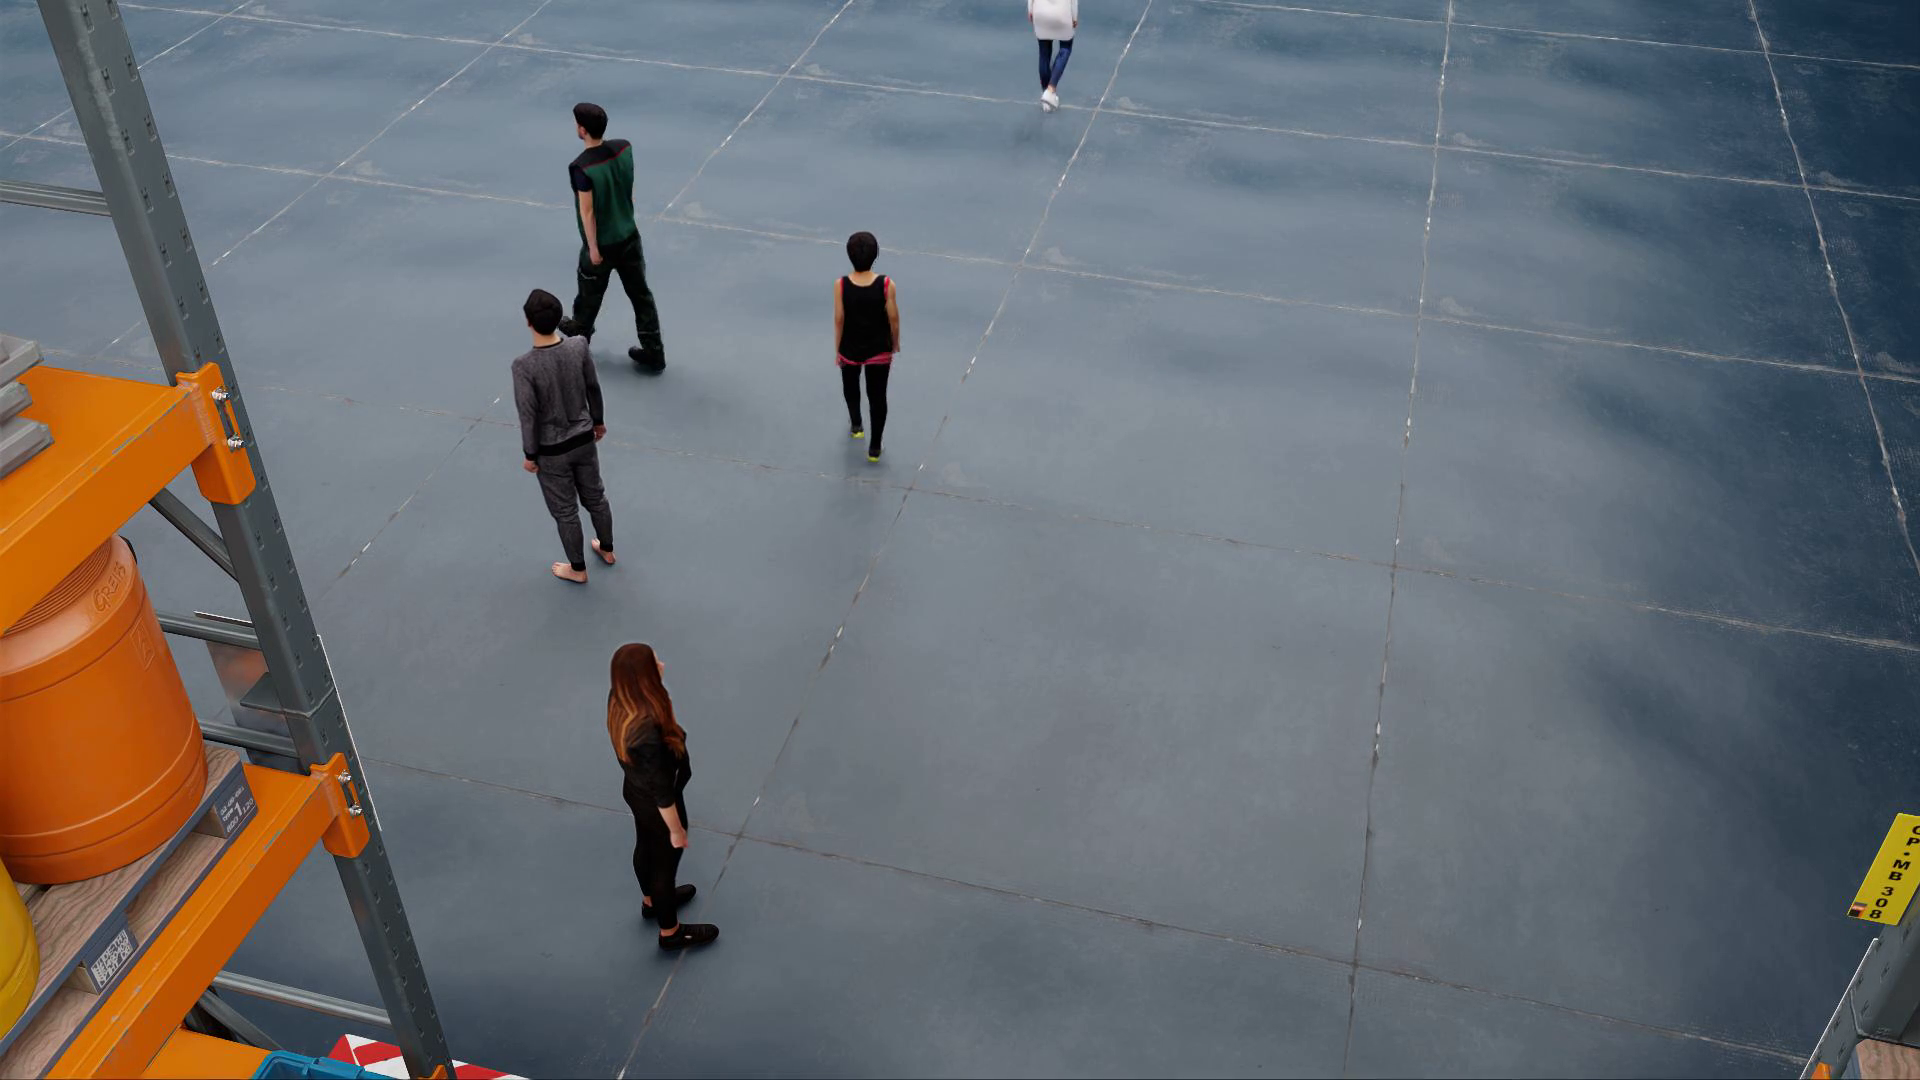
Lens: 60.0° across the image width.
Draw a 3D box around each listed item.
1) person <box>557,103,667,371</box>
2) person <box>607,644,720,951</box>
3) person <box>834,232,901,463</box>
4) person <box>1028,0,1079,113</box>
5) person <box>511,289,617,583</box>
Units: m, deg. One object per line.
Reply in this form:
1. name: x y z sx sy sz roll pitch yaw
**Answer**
1. person: -2.250 -1.971 11.084 1.021 1.858 1.190 22 43 26
2. person: -1.350 1.117 7.253 0.732 1.713 0.663 -18 41 -21
3. person: -0.589 -1.158 10.306 0.645 1.536 0.766 1 38 1
4. person: 0.782 -4.547 14.448 0.653 1.770 0.716 14 40 17
5. person: -2.214 -0.566 9.300 0.822 1.843 0.674 31 48 33
